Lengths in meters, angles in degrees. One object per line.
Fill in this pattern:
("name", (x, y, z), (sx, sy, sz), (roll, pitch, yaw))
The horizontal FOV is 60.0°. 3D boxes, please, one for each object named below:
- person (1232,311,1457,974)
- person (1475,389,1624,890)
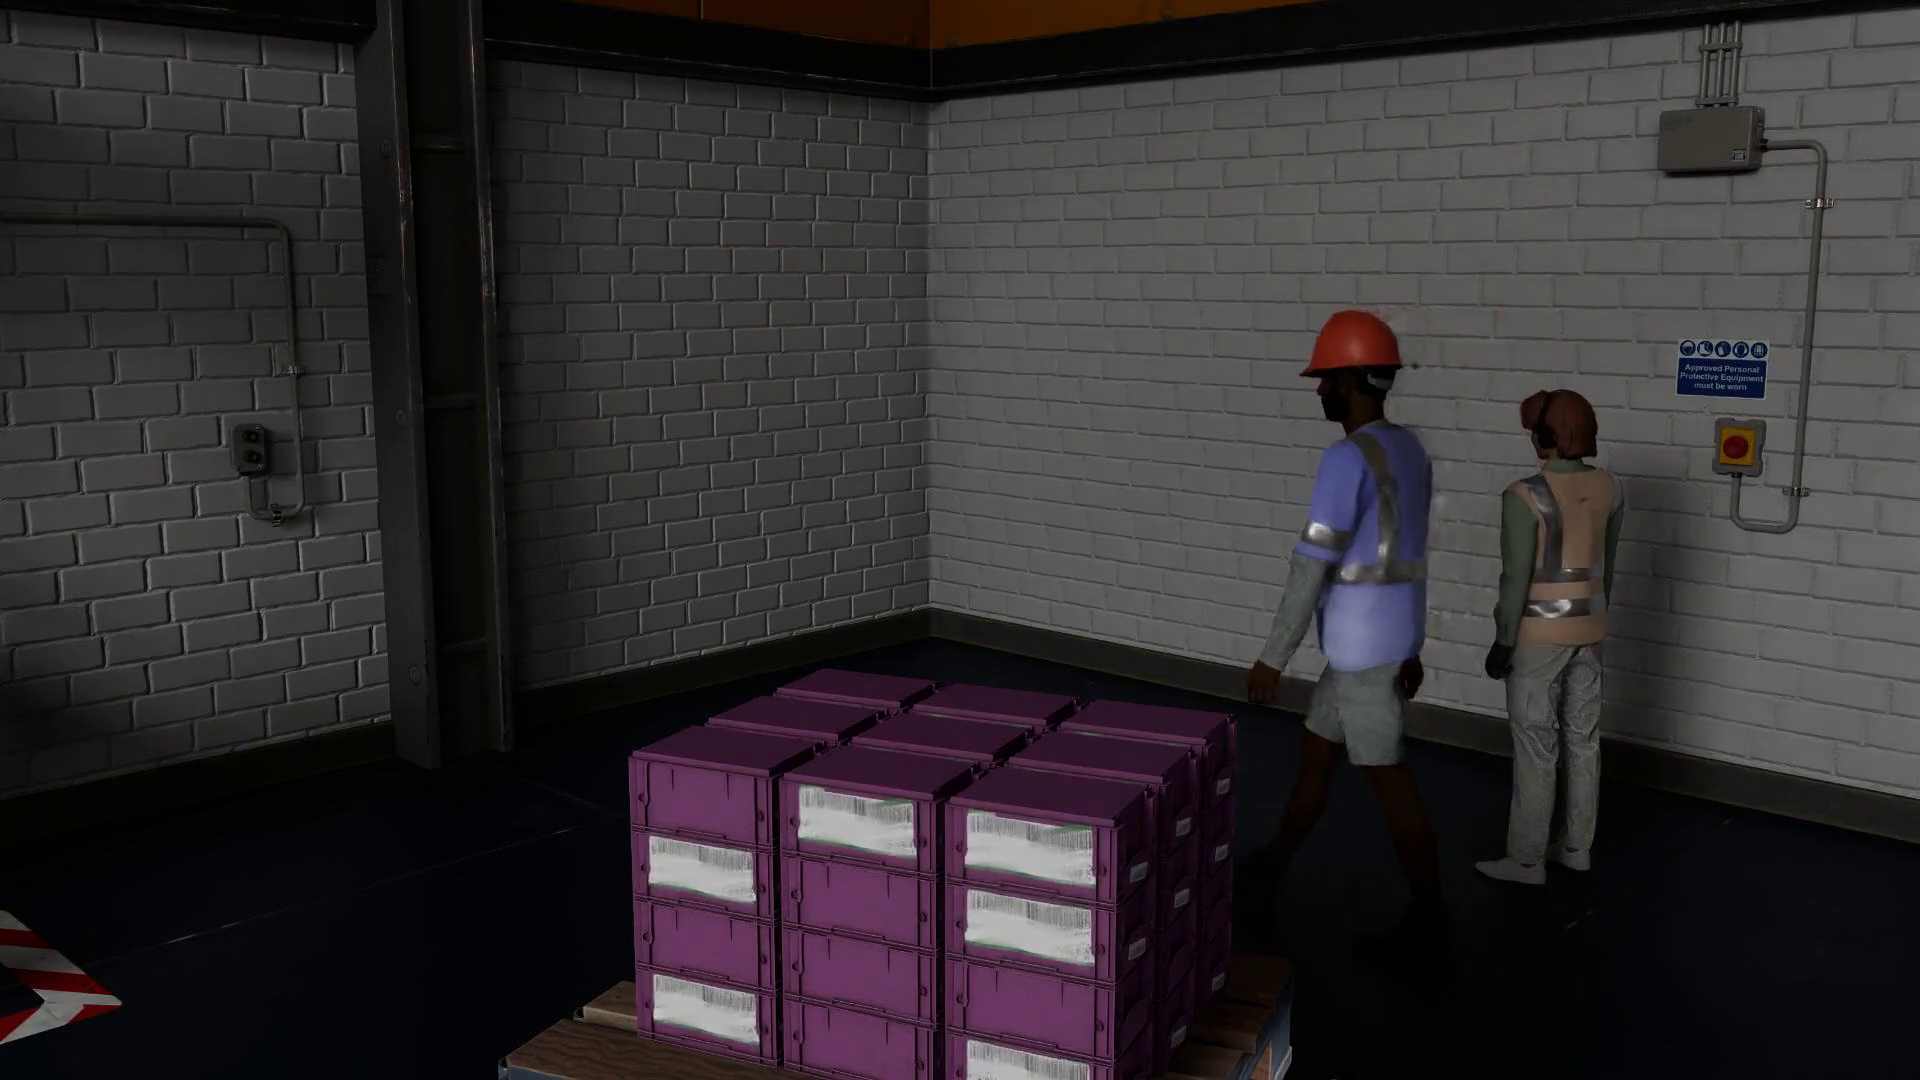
("person", (1.070, 0.287, 4.882), (0.945, 1.889, 0.576), (6, 11, 31))
("person", (1.942, 0.326, 5.448), (0.512, 1.637, 0.307), (-5, 11, -30))
